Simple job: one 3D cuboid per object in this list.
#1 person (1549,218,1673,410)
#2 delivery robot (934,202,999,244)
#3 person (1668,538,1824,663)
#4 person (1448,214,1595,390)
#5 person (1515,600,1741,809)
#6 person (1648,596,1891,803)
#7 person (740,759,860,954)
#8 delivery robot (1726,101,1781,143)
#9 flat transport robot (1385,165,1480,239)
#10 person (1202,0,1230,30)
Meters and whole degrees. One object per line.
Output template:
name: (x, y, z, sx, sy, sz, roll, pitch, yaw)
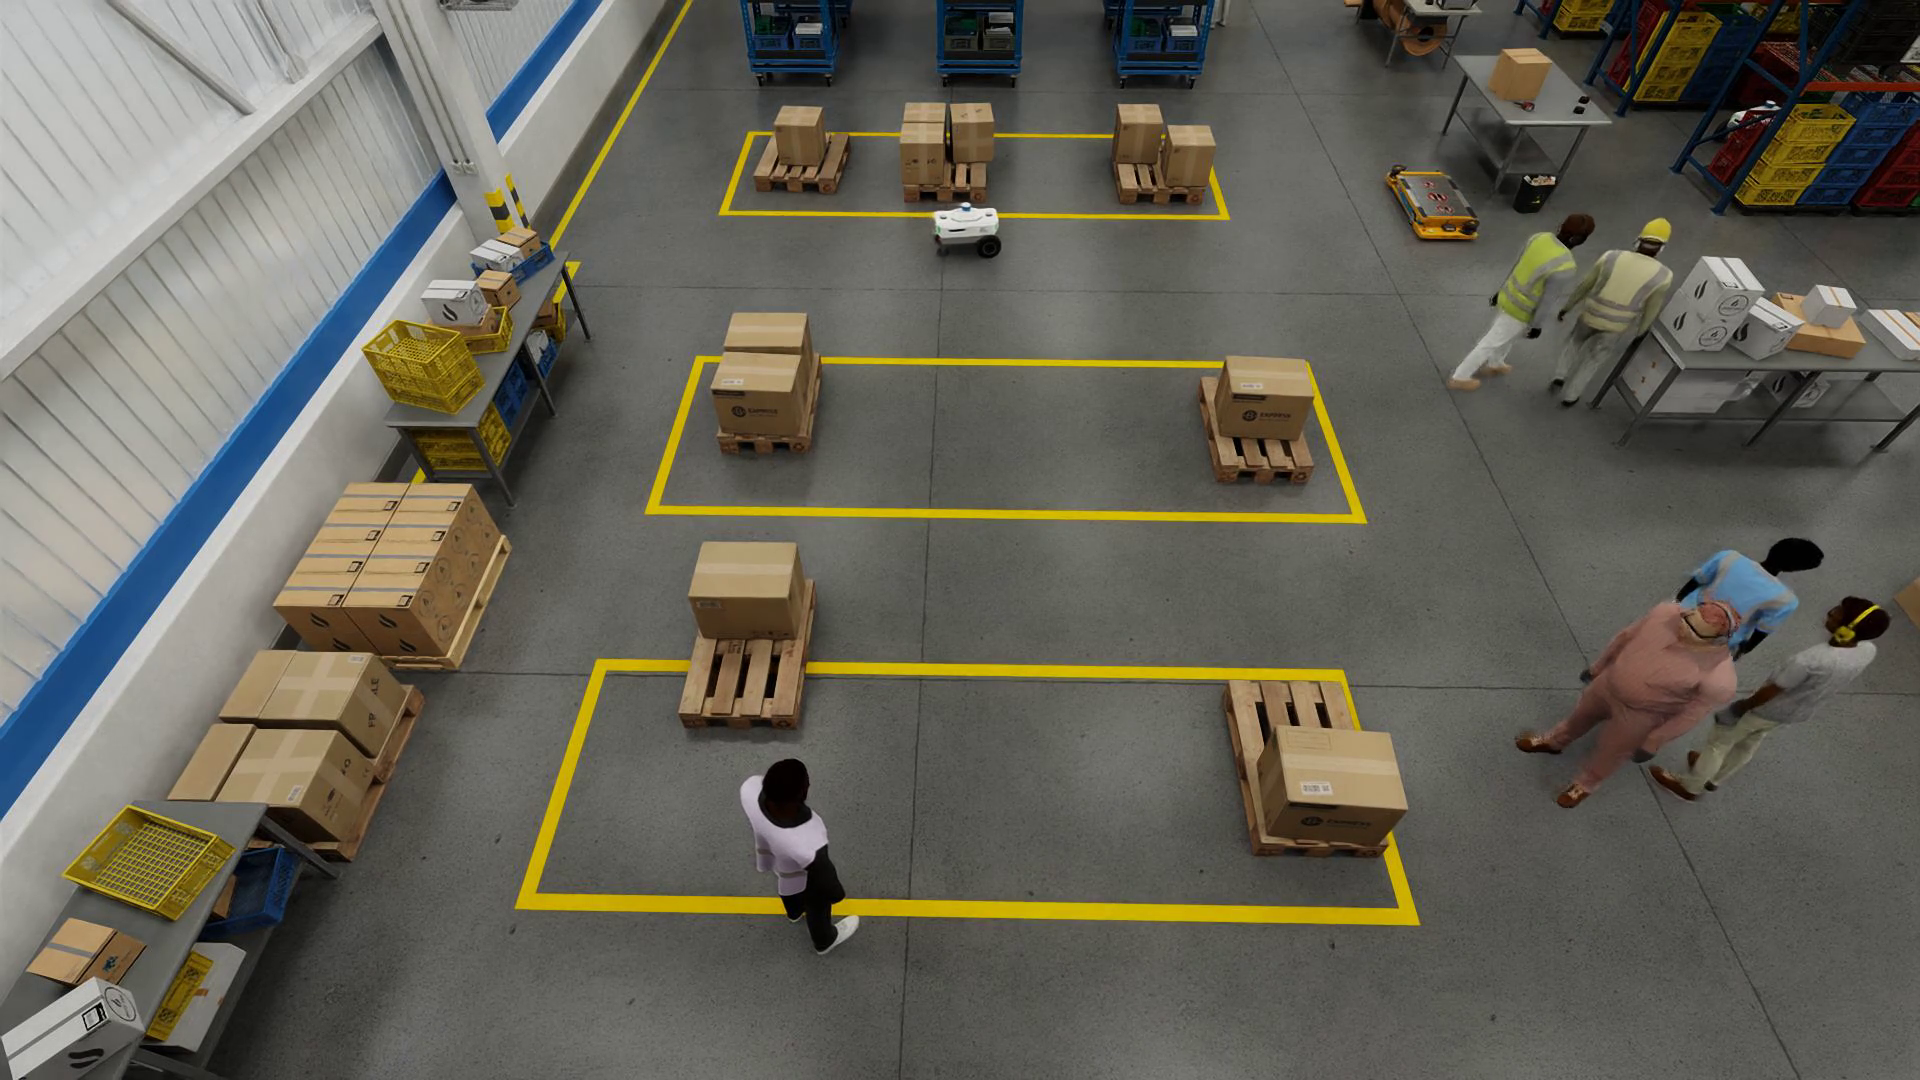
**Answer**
person: (5.815, -2.006, 8.251, 0.708, 1.790, 0.494, 35, 57, 26)
delivery robot: (0.068, -3.570, 10.359, 0.707, 0.478, 0.477, -5, 49, -4)
person: (4.988, 0.567, 6.103, 0.344, 1.674, 0.553, -23, 53, -19)
person: (5.162, -2.121, 8.352, 0.778, 1.800, 0.631, 3, 49, 3)
person: (4.097, 0.976, 5.609, 0.394, 1.893, 0.677, -5, 49, -4)
person: (4.962, 1.011, 5.606, 0.550, 1.855, 0.363, -10, 50, -9)
person: (-0.868, 1.735, 4.938, 0.591, 1.910, 0.378, 35, 58, 26)
delivery robot: (10.500, -5.502, 12.031, 0.707, 0.478, 0.477, -14, 51, -12)
flat transport robot: (5.692, -4.094, 11.059, 0.652, 0.197, 1.431, 1, 49, 1)
person: (4.128, -8.912, 14.330, 0.518, 1.636, 0.312, -21, 52, -18)
